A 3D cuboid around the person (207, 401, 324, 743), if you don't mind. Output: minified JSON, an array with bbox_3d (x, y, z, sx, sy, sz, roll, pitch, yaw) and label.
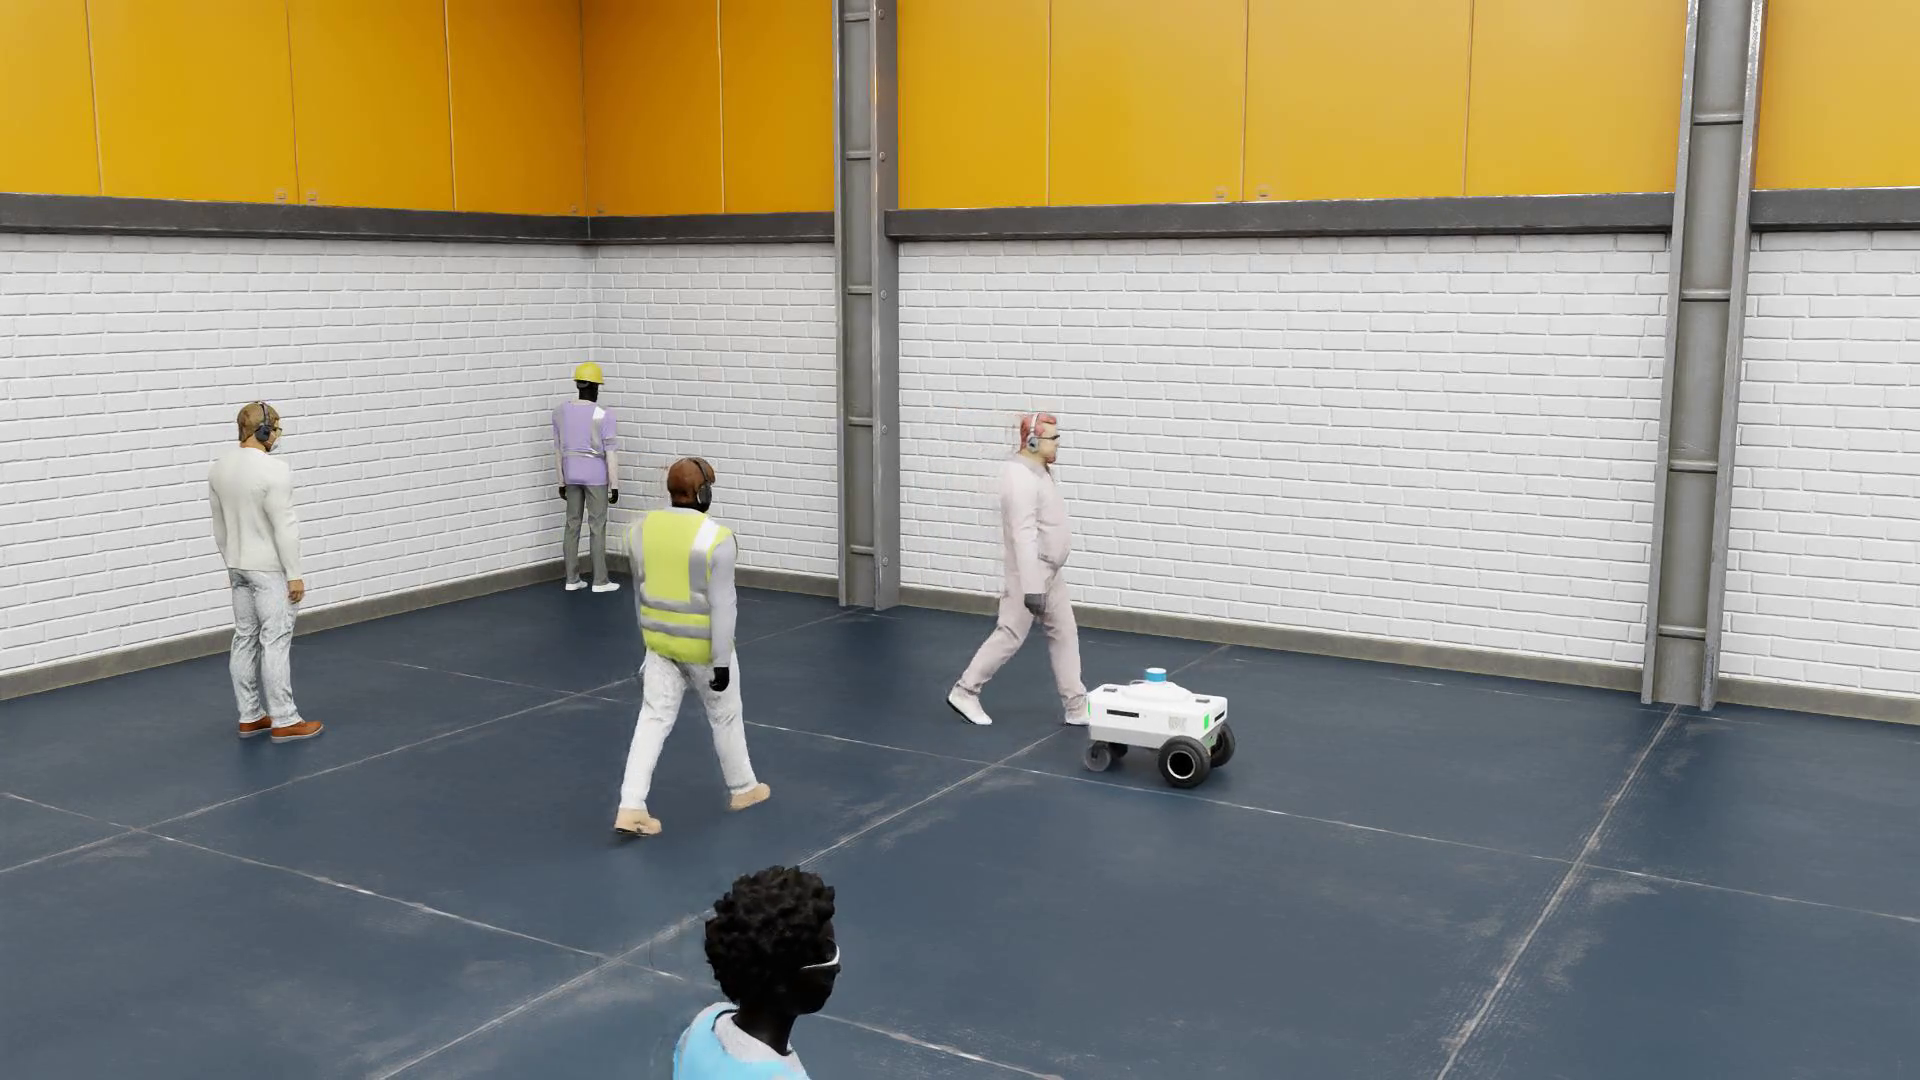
[{"bbox_3d":[-3.951,0.182,9.421,0.627,1.934,0.370,5,10,30],"label":"person"}]

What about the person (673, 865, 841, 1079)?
[{"bbox_3d":[-0.400,1.375,2.886,0.898,1.655,0.537,-3,10,-20],"label":"person"}]

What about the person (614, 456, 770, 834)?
[{"bbox_3d":[-1.314,0.494,7.948,0.632,1.798,0.980,5,10,26],"label":"person"}]

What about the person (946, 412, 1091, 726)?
[{"bbox_3d":[0.387,0.183,9.644,0.980,1.865,0.657,3,9,16],"label":"person"}]

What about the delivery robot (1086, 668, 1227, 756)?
[{"bbox_3d":[1.034,0.922,8.797,0.707,0.478,0.477,4,10,26],"label":"delivery robot"}]

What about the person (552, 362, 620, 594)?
[{"bbox_3d":[-3.082,-0.512,13.807,0.583,1.919,0.390,3,9,17],"label":"person"}]
